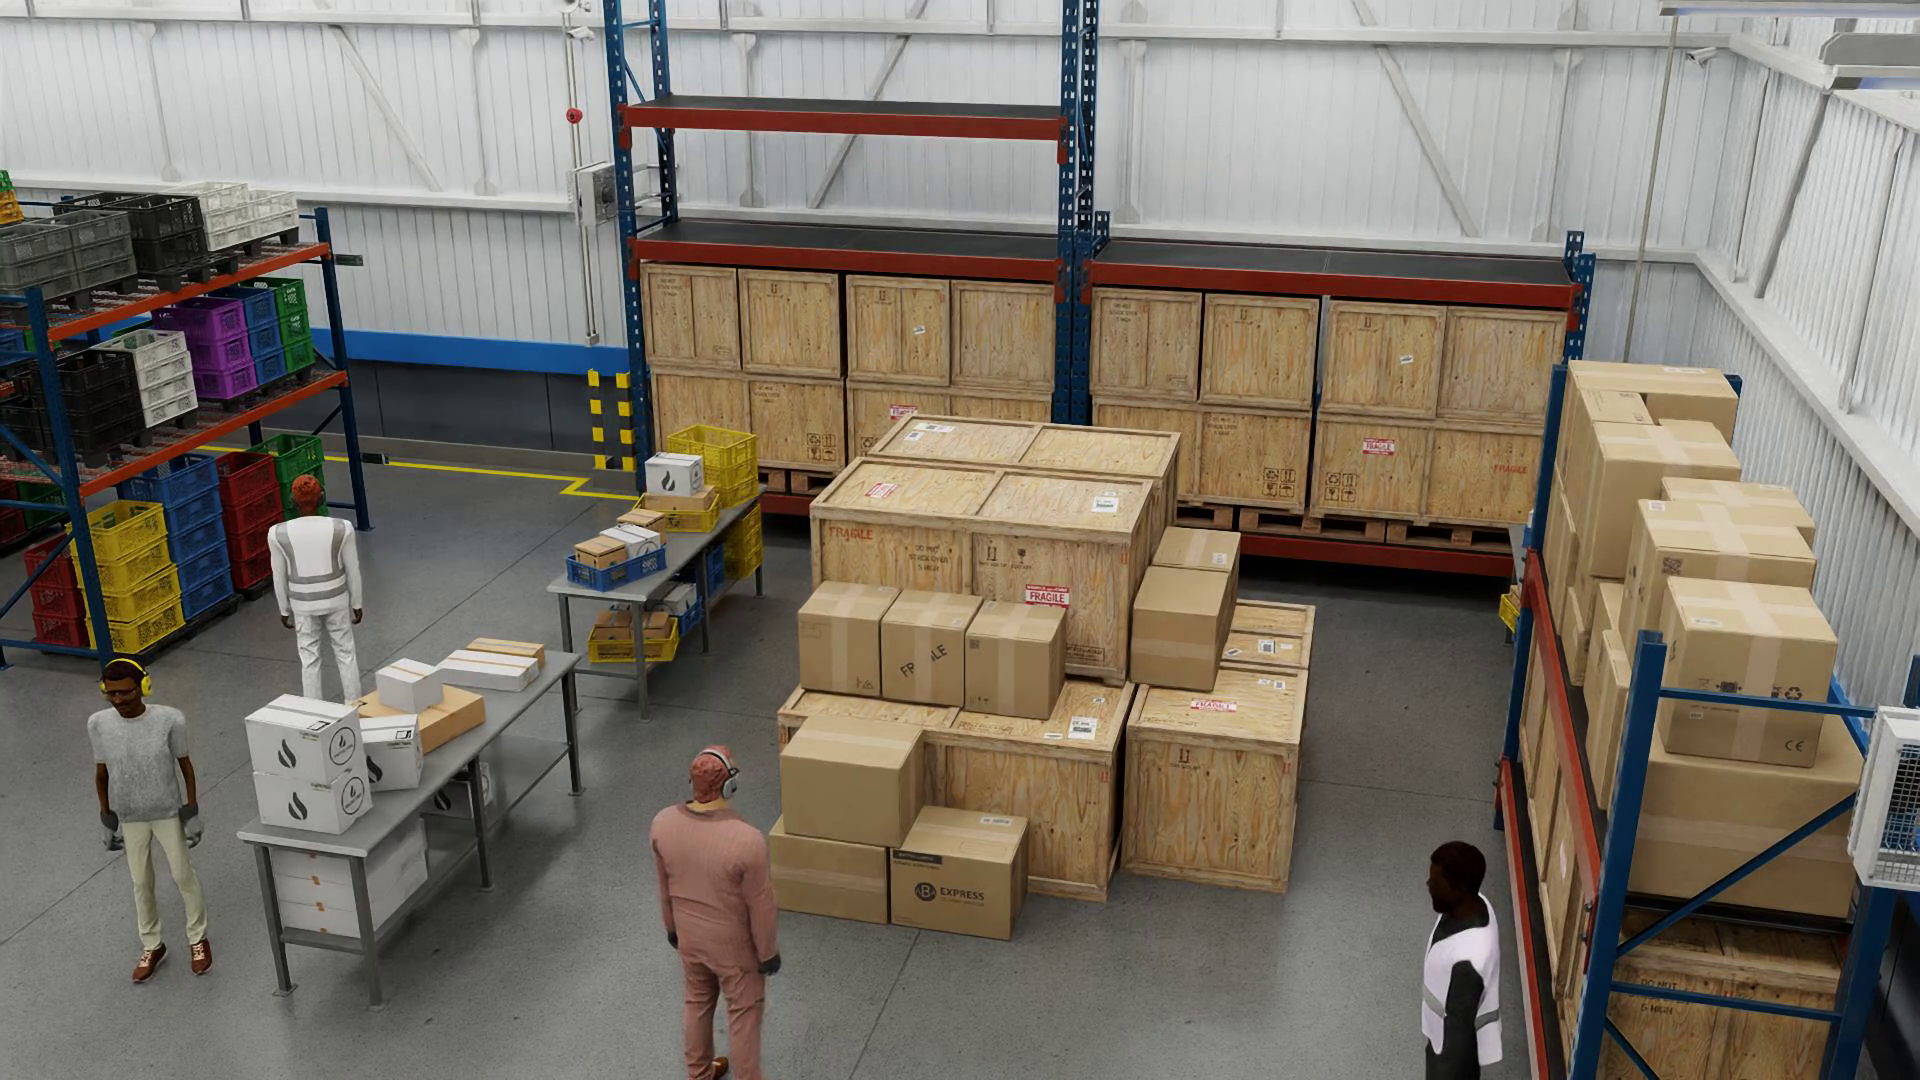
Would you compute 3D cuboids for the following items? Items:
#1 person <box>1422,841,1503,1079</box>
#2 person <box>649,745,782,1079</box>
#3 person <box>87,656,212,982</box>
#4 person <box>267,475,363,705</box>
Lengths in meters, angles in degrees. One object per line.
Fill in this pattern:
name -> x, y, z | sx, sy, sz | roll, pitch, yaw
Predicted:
person -> 2.111, 2.147, 7.119 | 0.402, 1.910, 0.598 | 5, 22, 14
person -> -1.131, 1.855, 7.898 | 0.649, 1.899, 0.398 | 11, 24, 27
person -> -4.334, 1.485, 8.900 | 0.513, 1.872, 0.328 | -5, 21, -12
person -> -4.459, 0.448, 11.608 | 0.566, 1.880, 0.358 | -8, 22, -20
